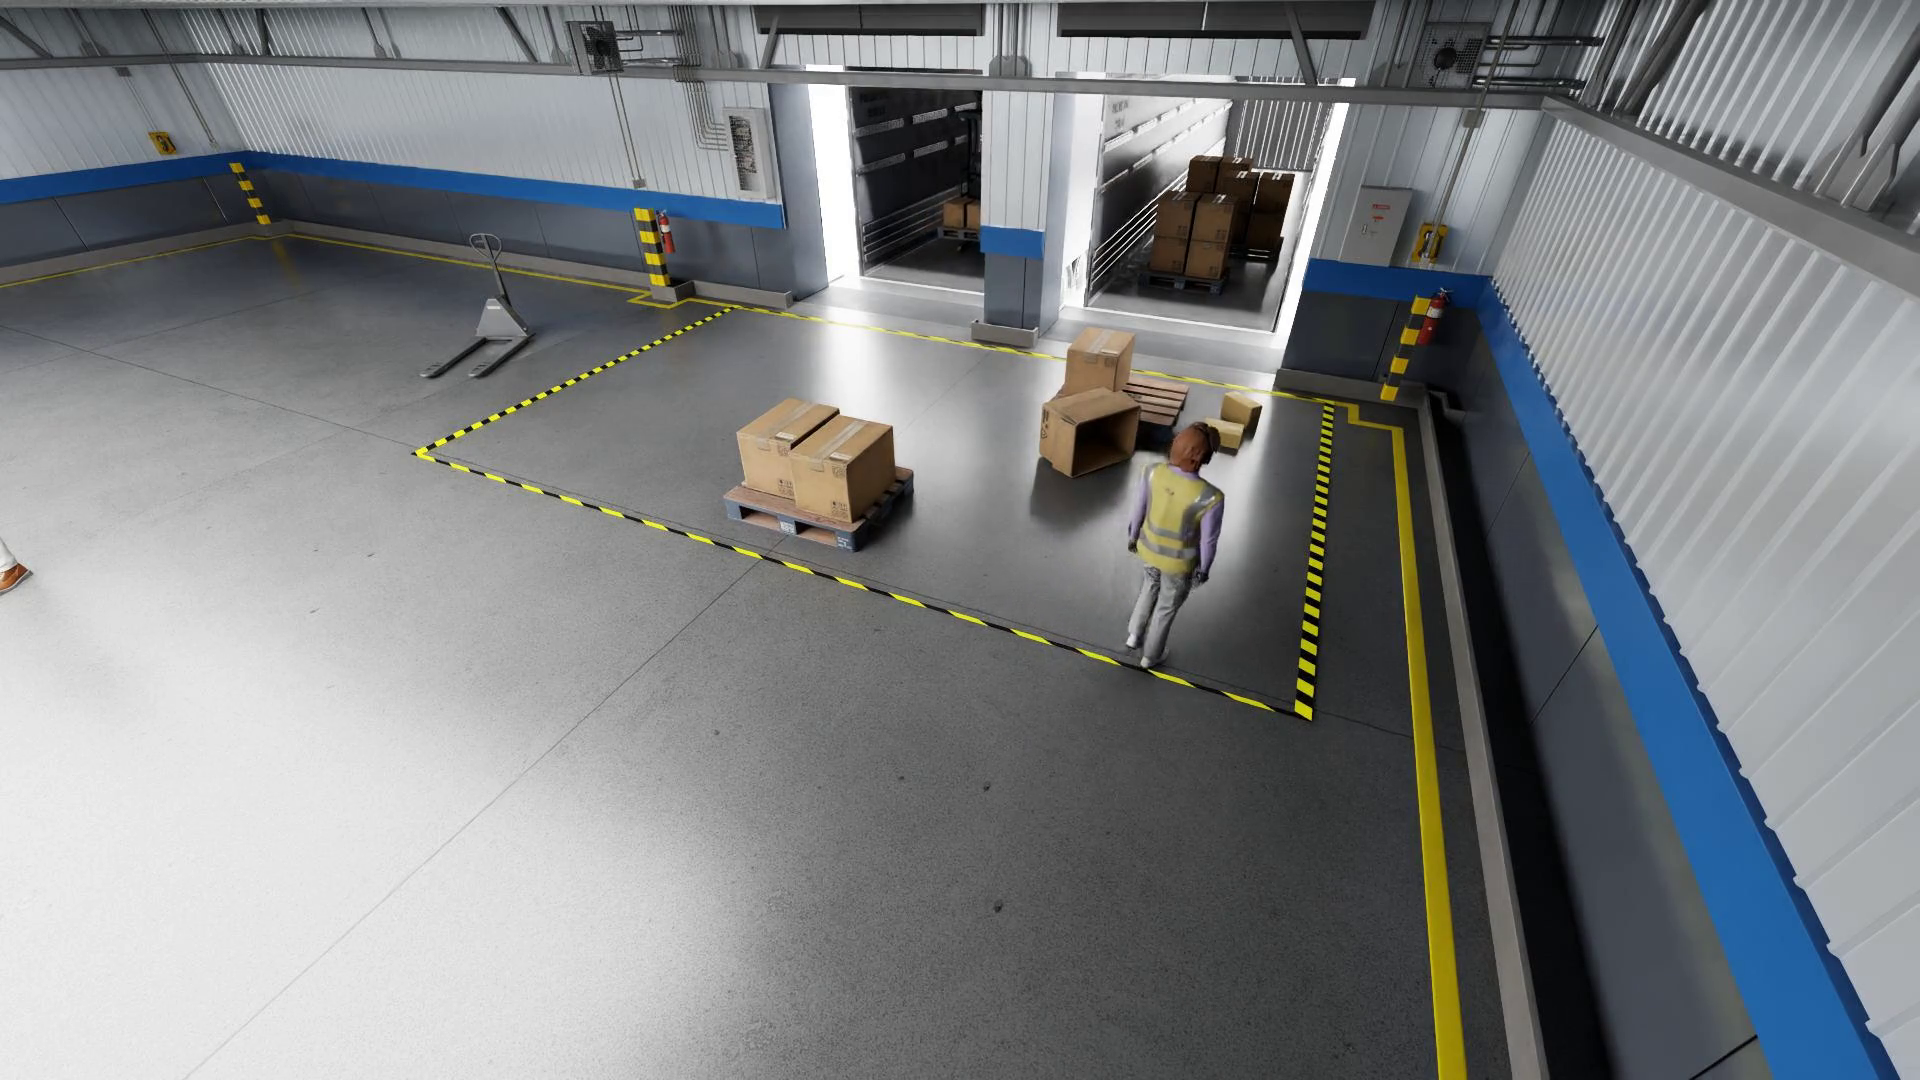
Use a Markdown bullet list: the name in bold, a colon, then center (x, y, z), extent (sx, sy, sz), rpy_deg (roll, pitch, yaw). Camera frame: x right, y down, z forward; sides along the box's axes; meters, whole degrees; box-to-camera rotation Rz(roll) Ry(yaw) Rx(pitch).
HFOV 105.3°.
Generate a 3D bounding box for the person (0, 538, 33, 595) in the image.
- **person**: center (-6.885, -0.464, 4.660), extent (0.613, 1.946, 0.386), rpy_deg (0, 35, -1)

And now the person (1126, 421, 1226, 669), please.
- **person**: center (1.194, 0.079, 4.170), extent (0.372, 1.625, 0.520), rpy_deg (-28, 44, -33)

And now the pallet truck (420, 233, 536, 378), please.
- **pallet truck**: center (-5.664, -2.712, 8.427), extent (0.680, 1.201, 1.601), rpy_deg (0, 35, -1)

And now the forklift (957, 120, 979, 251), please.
- **forklift**: center (0.655, -6.143, 12.553), extent (0.716, 2.013, 0.776), rpy_deg (14, 38, 19)
